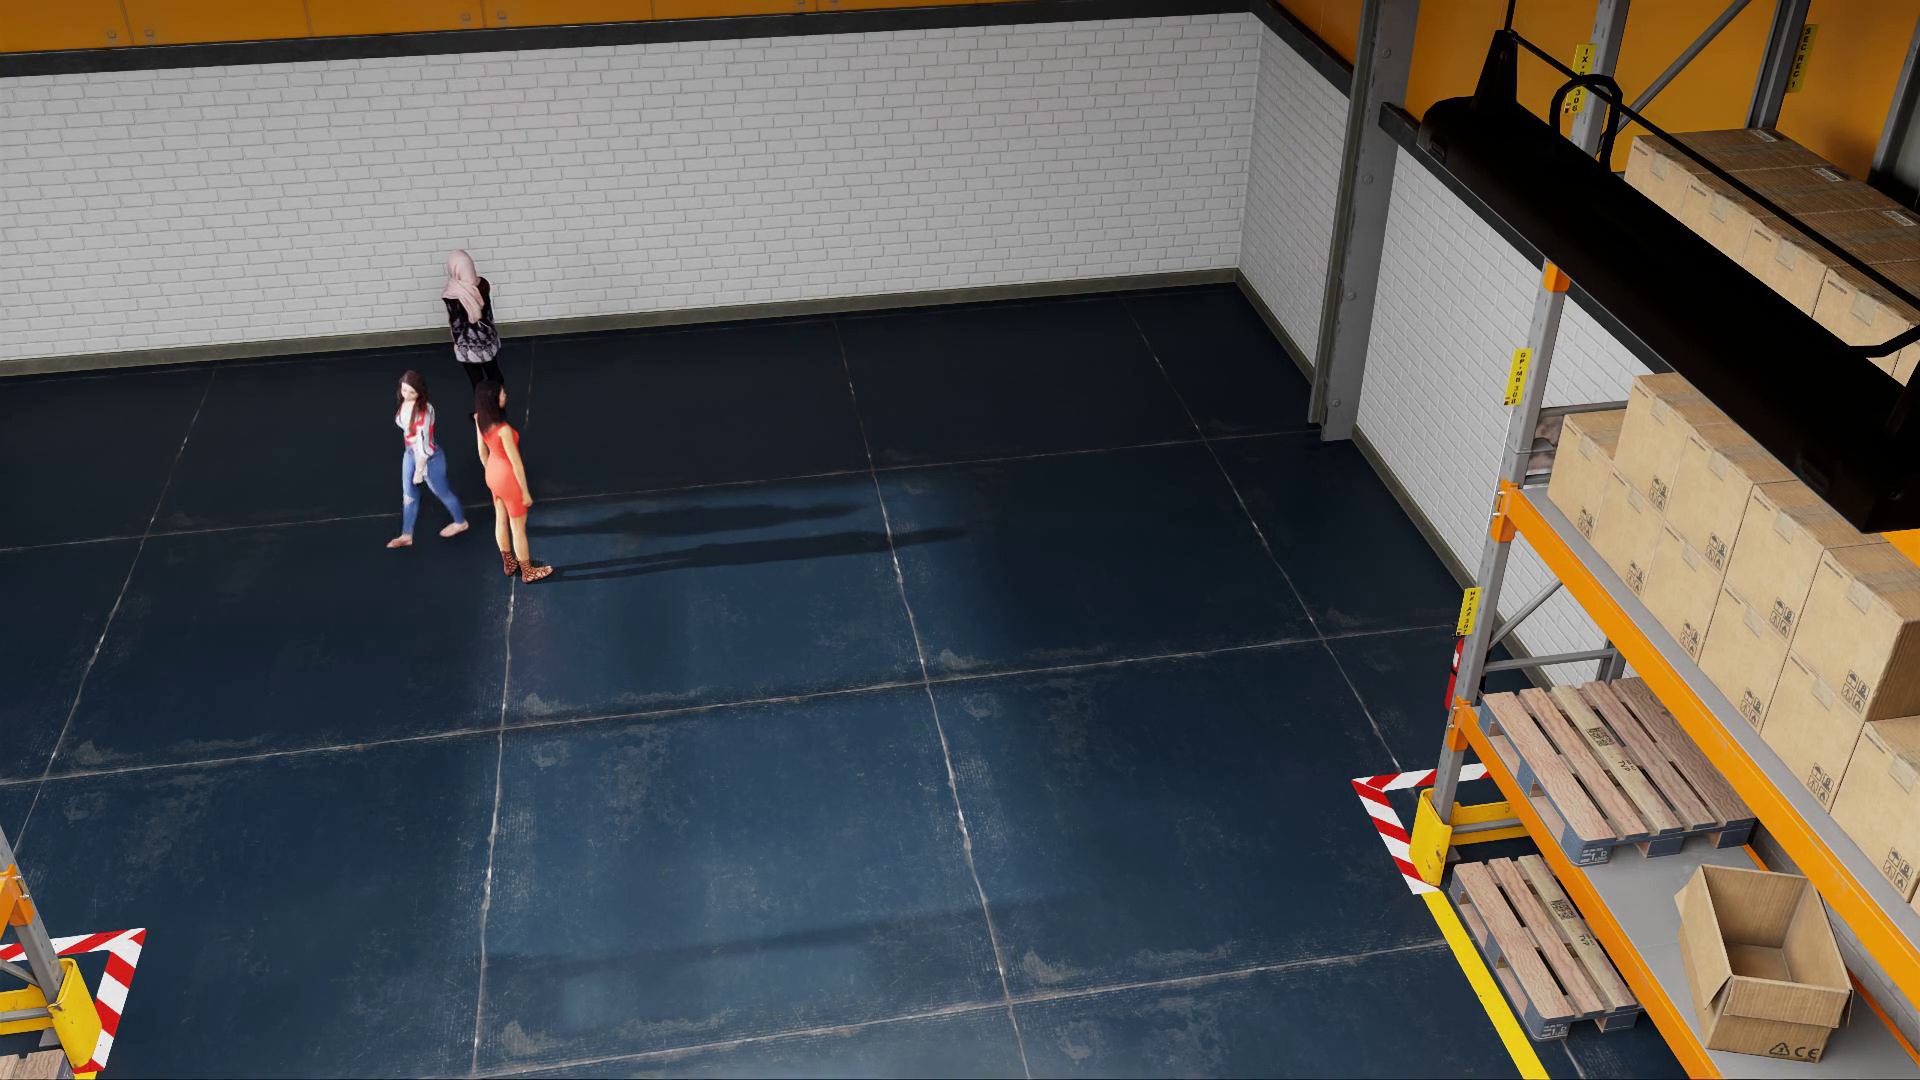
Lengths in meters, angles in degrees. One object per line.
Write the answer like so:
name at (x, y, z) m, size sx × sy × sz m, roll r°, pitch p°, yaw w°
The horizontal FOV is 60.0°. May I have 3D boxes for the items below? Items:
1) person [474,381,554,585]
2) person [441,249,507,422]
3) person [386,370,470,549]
person at (-3.465, -0.444, 12.670) m, size 0.655 × 1.718 × 0.729 m, roll 25°, pitch 41°, yaw 32°
person at (-4.322, -1.819, 14.814) m, size 0.812 × 1.636 × 0.746 m, roll 19°, pitch 38°, yaw 26°
person at (-4.137, -0.663, 13.126) m, size 0.972 × 1.579 × 0.967 m, roll -26°, pitch 41°, yaw -33°
